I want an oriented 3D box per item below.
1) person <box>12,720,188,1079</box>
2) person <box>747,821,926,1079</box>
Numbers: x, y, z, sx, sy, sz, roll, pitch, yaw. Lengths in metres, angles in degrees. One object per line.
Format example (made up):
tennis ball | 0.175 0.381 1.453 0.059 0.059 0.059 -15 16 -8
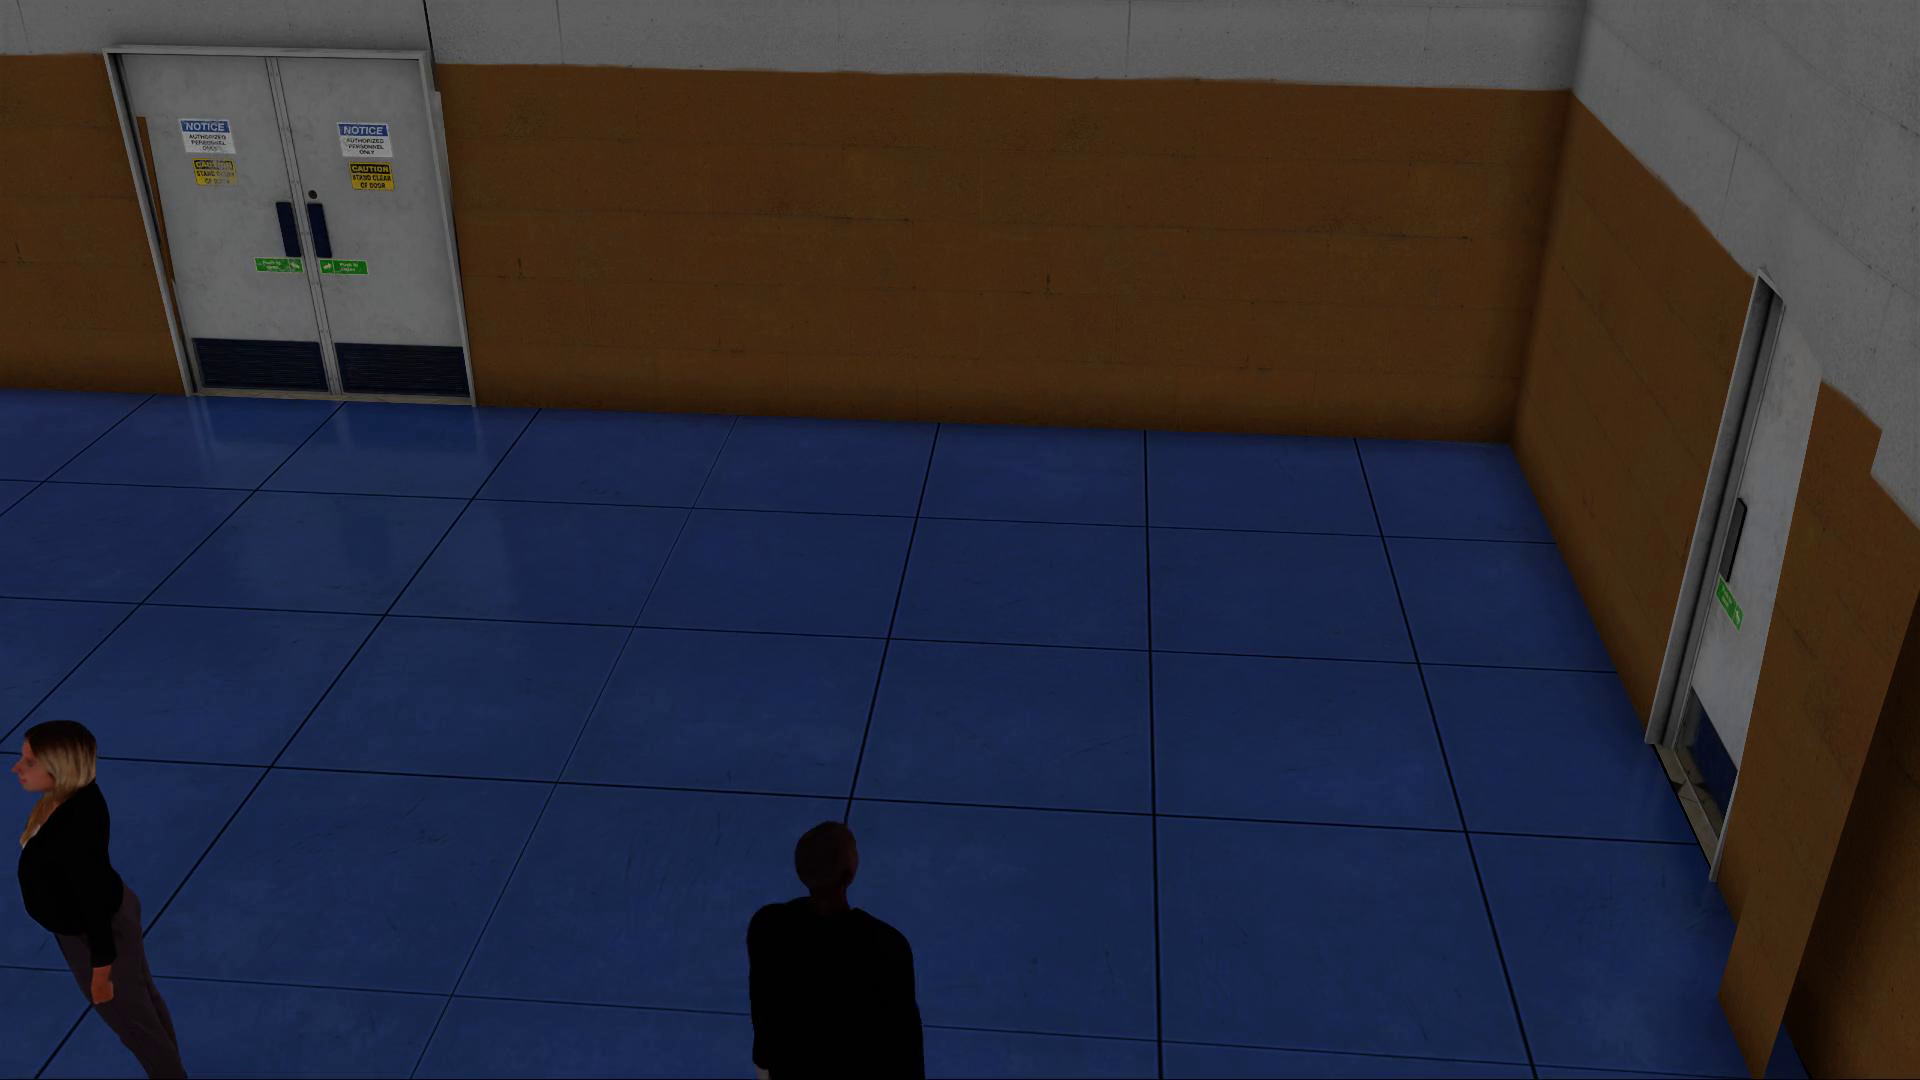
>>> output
person | -2.724 1.282 5.335 0.743 1.675 0.645 -14 32 -24
person | -0.383 1.591 4.707 0.827 1.734 1.181 9 30 16
